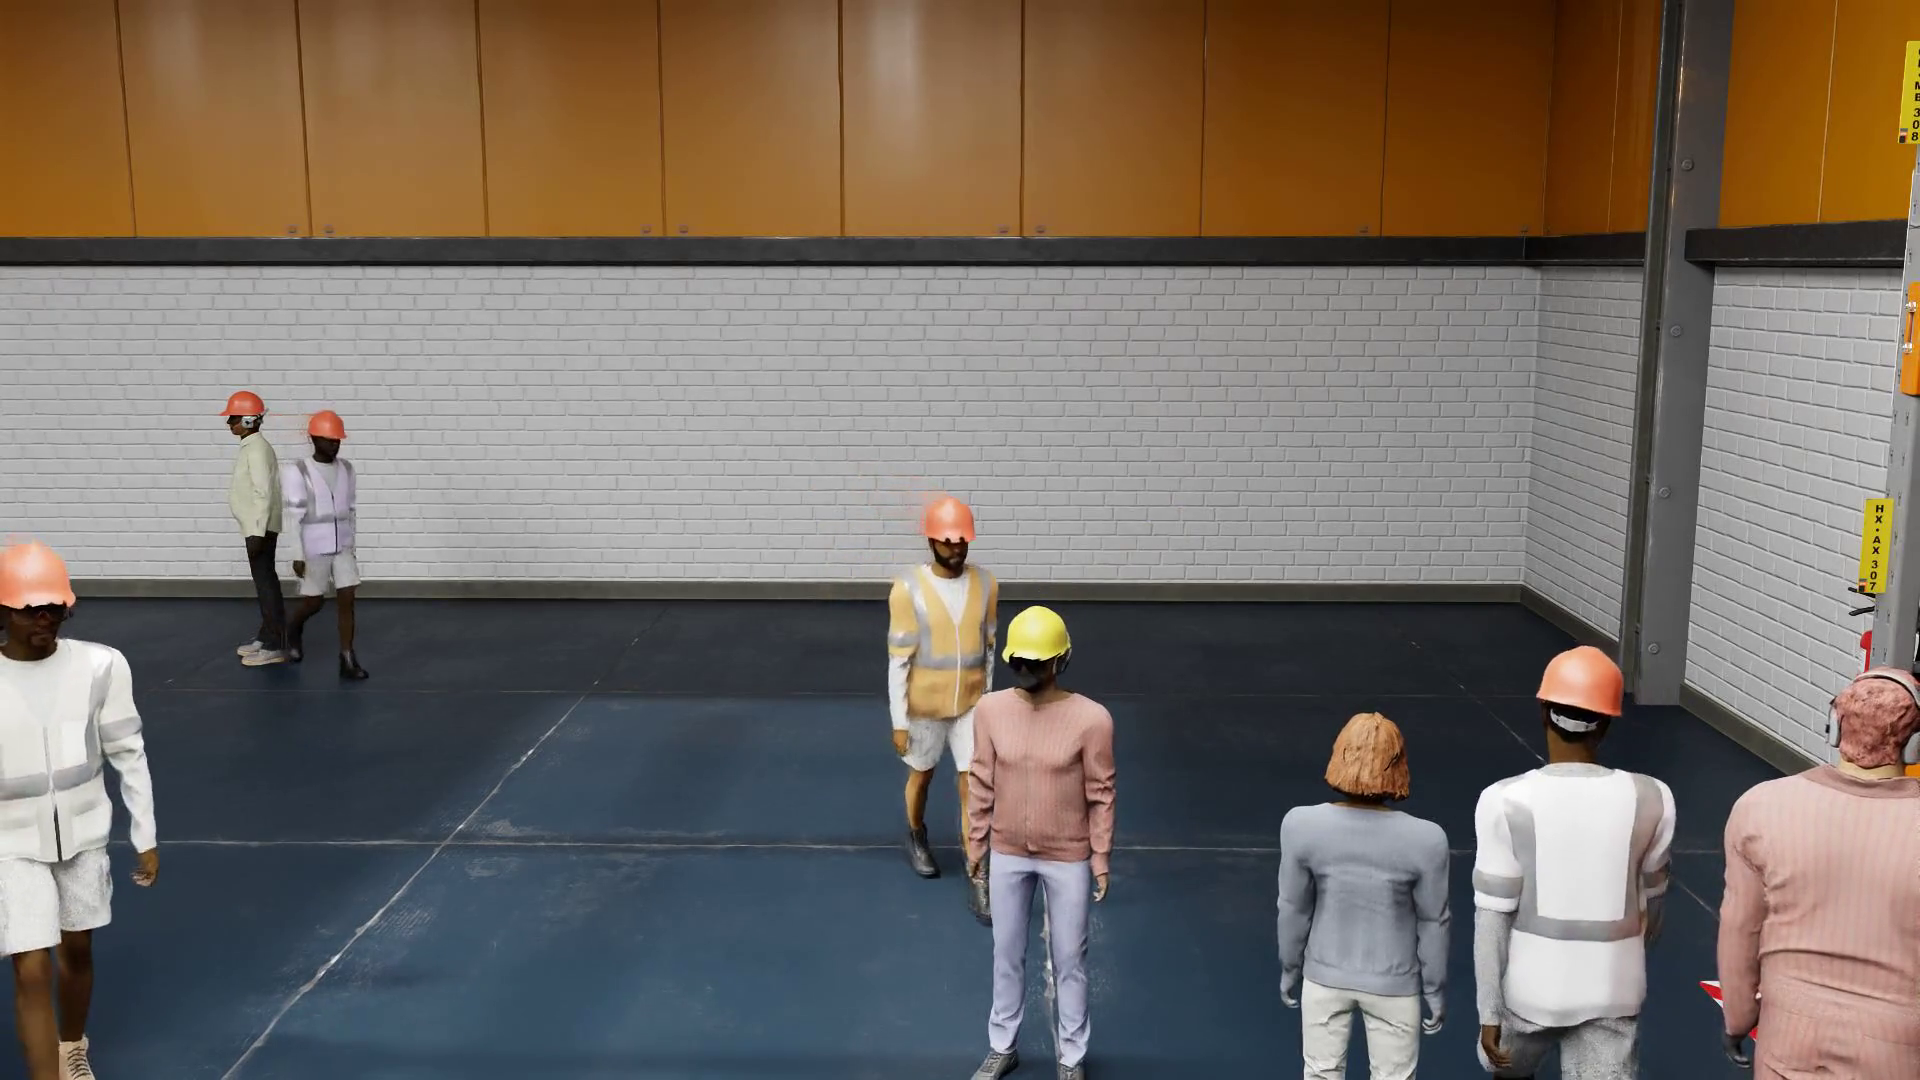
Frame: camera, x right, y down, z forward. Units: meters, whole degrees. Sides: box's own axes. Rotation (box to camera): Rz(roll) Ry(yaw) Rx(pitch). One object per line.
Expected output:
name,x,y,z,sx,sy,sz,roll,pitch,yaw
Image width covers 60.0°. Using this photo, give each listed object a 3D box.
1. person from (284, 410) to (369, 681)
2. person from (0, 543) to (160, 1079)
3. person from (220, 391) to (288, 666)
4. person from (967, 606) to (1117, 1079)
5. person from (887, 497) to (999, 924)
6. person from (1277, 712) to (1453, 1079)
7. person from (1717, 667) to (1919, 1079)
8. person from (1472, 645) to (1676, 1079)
person,-4.508,0.024,11.720,0.762,1.910,0.548,7,12,38
person,-2.951,1.021,5.447,0.645,2.008,0.889,-9,13,-43
person,-5.141,-0.089,12.143,0.379,1.996,0.610,-5,10,-25
person,0.269,1.091,5.769,0.533,1.765,0.329,3,10,20
person,-0.071,0.730,7.588,0.560,1.881,1.015,-4,10,-21
person,1.175,1.304,4.874,0.498,1.634,0.279,4,10,23
person,2.296,1.267,4.284,0.643,1.910,0.399,7,12,38
person,1.694,1.223,4.680,0.538,1.871,1.001,2,10,10
